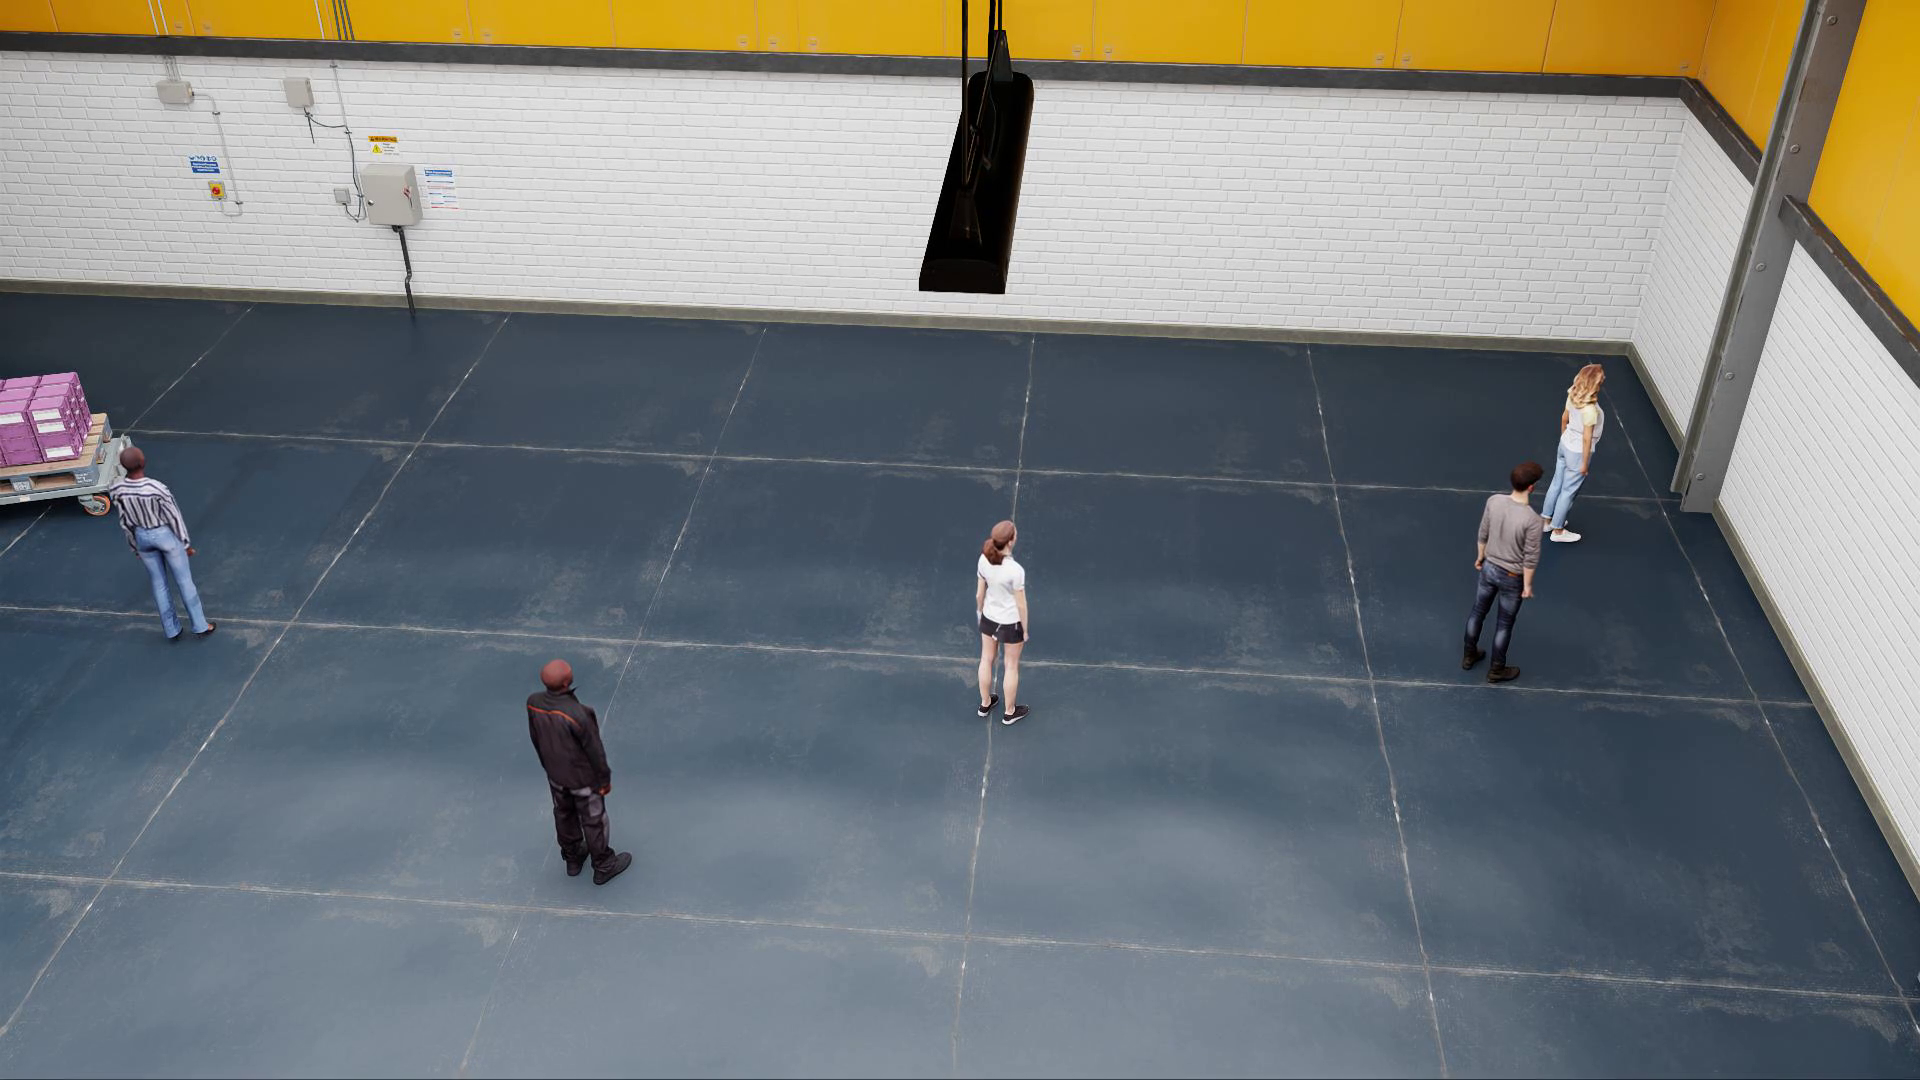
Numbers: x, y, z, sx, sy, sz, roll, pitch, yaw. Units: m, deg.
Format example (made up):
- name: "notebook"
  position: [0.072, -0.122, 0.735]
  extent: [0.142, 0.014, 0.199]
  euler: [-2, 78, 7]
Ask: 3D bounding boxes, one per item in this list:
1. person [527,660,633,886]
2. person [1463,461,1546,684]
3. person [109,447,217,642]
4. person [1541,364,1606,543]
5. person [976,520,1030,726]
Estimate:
- name: "person"
  position: [-2.577, 1.531, 11.061]
  extent: [0.766, 1.825, 0.720]
  euler: [13, 36, 19]
- name: "person"
  position: [4.221, 0.246, 12.922]
  extent: [0.819, 1.904, 0.745]
  euler: [-22, 40, -30]
- name: "person"
  position: [-6.409, 0.044, 13.324]
  extent: [0.649, 1.795, 0.566]
  euler: [-1, 34, -2]
- name: "person"
  position: [5.396, -0.772, 14.616]
  extent: [0.737, 1.723, 0.574]
  euler: [-5, 34, -8]
- name: "person"
  position: [0.313, 0.613, 12.507]
  extent: [0.663, 1.751, 0.676]
  euler: [19, 38, 26]
